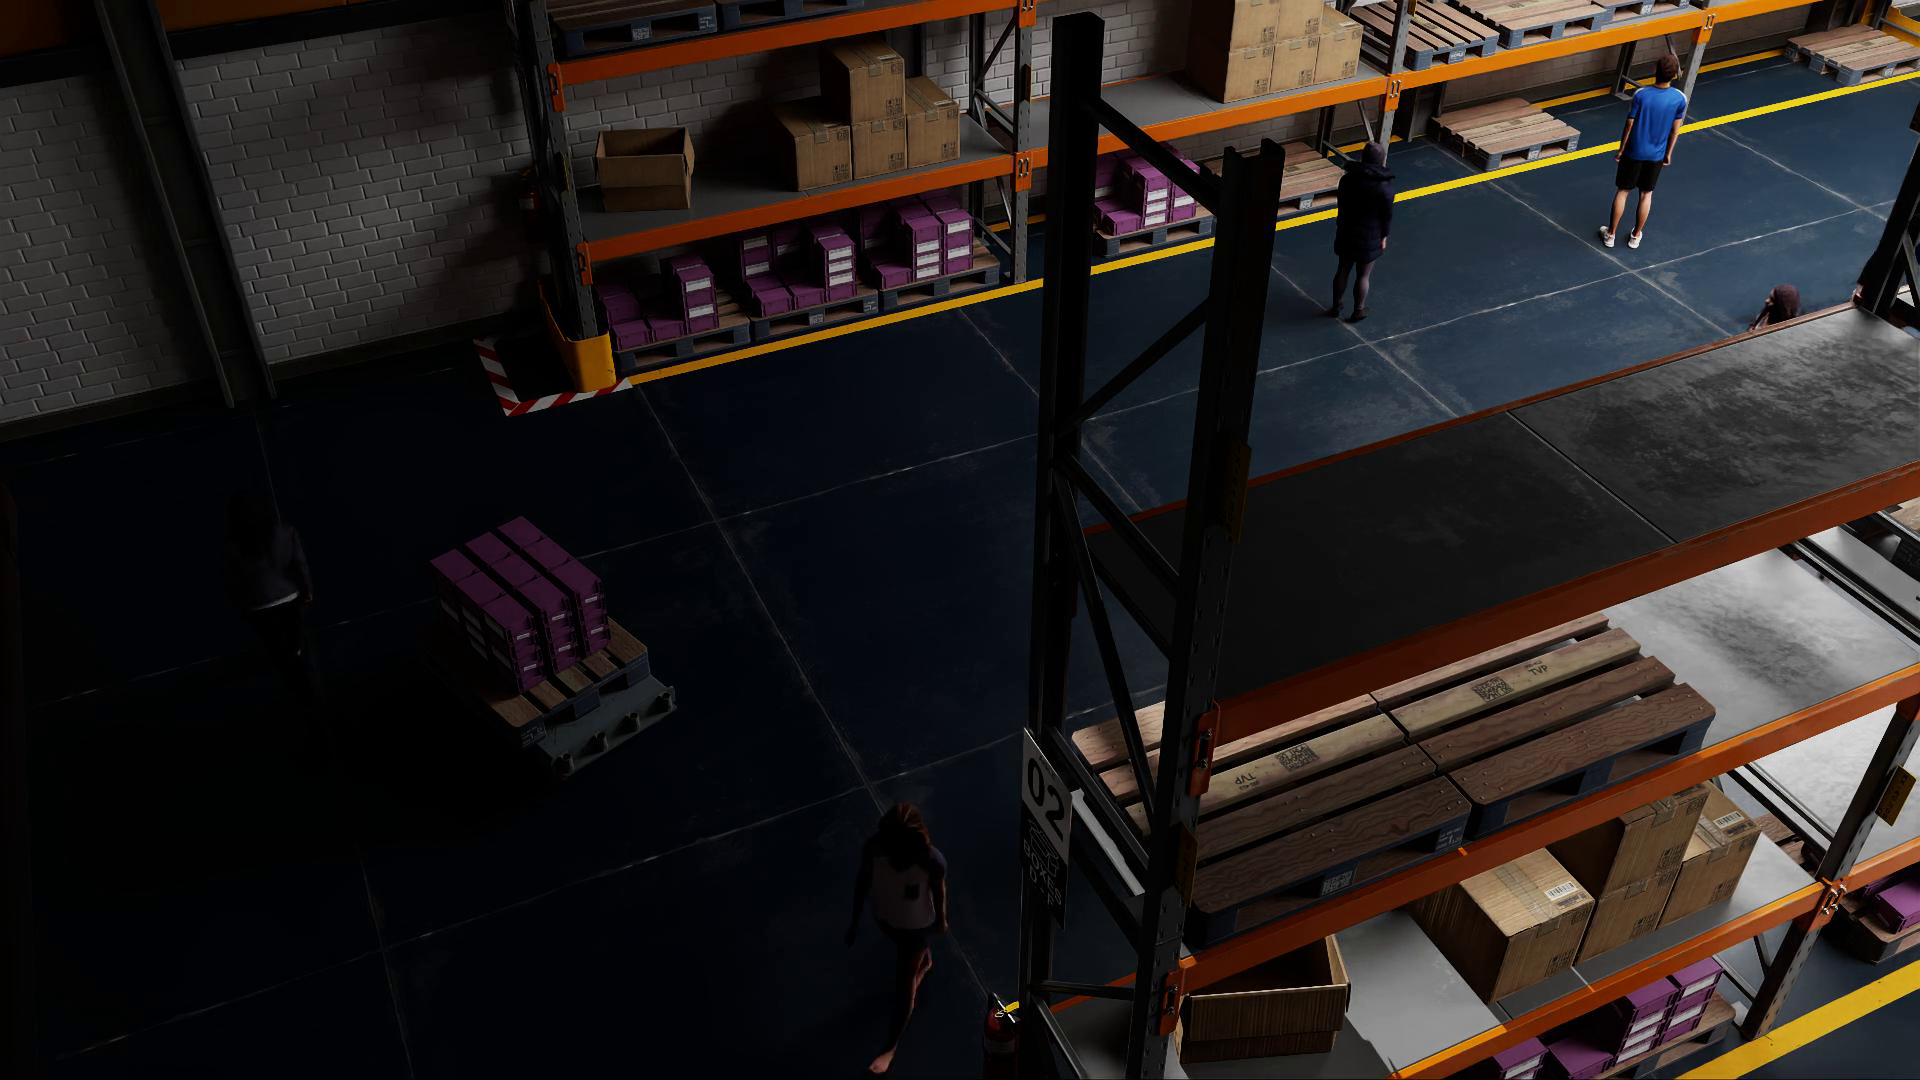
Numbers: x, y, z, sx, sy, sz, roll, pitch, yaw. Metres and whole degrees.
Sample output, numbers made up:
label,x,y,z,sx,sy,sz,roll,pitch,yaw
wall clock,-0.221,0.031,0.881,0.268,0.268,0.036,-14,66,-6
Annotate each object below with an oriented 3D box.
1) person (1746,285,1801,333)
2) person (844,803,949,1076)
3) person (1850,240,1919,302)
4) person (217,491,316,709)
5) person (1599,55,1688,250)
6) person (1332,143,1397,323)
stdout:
label,x,y,z,sx,sy,sz,roll,pitch,yaw
person,6.073,-1.233,12.699,0.640,1.612,0.662,-1,39,-1
person,-0.254,1.913,8.713,1.014,1.671,1.138,18,42,21
person,8.290,-2.808,14.630,1.101,1.664,0.875,-2,39,-3
person,-4.421,0.394,10.704,1.076,1.559,0.918,-29,47,-31
person,6.368,-3.616,15.479,0.708,1.866,0.812,6,39,7
person,3.481,-2.677,14.457,0.792,1.675,0.820,23,44,26
